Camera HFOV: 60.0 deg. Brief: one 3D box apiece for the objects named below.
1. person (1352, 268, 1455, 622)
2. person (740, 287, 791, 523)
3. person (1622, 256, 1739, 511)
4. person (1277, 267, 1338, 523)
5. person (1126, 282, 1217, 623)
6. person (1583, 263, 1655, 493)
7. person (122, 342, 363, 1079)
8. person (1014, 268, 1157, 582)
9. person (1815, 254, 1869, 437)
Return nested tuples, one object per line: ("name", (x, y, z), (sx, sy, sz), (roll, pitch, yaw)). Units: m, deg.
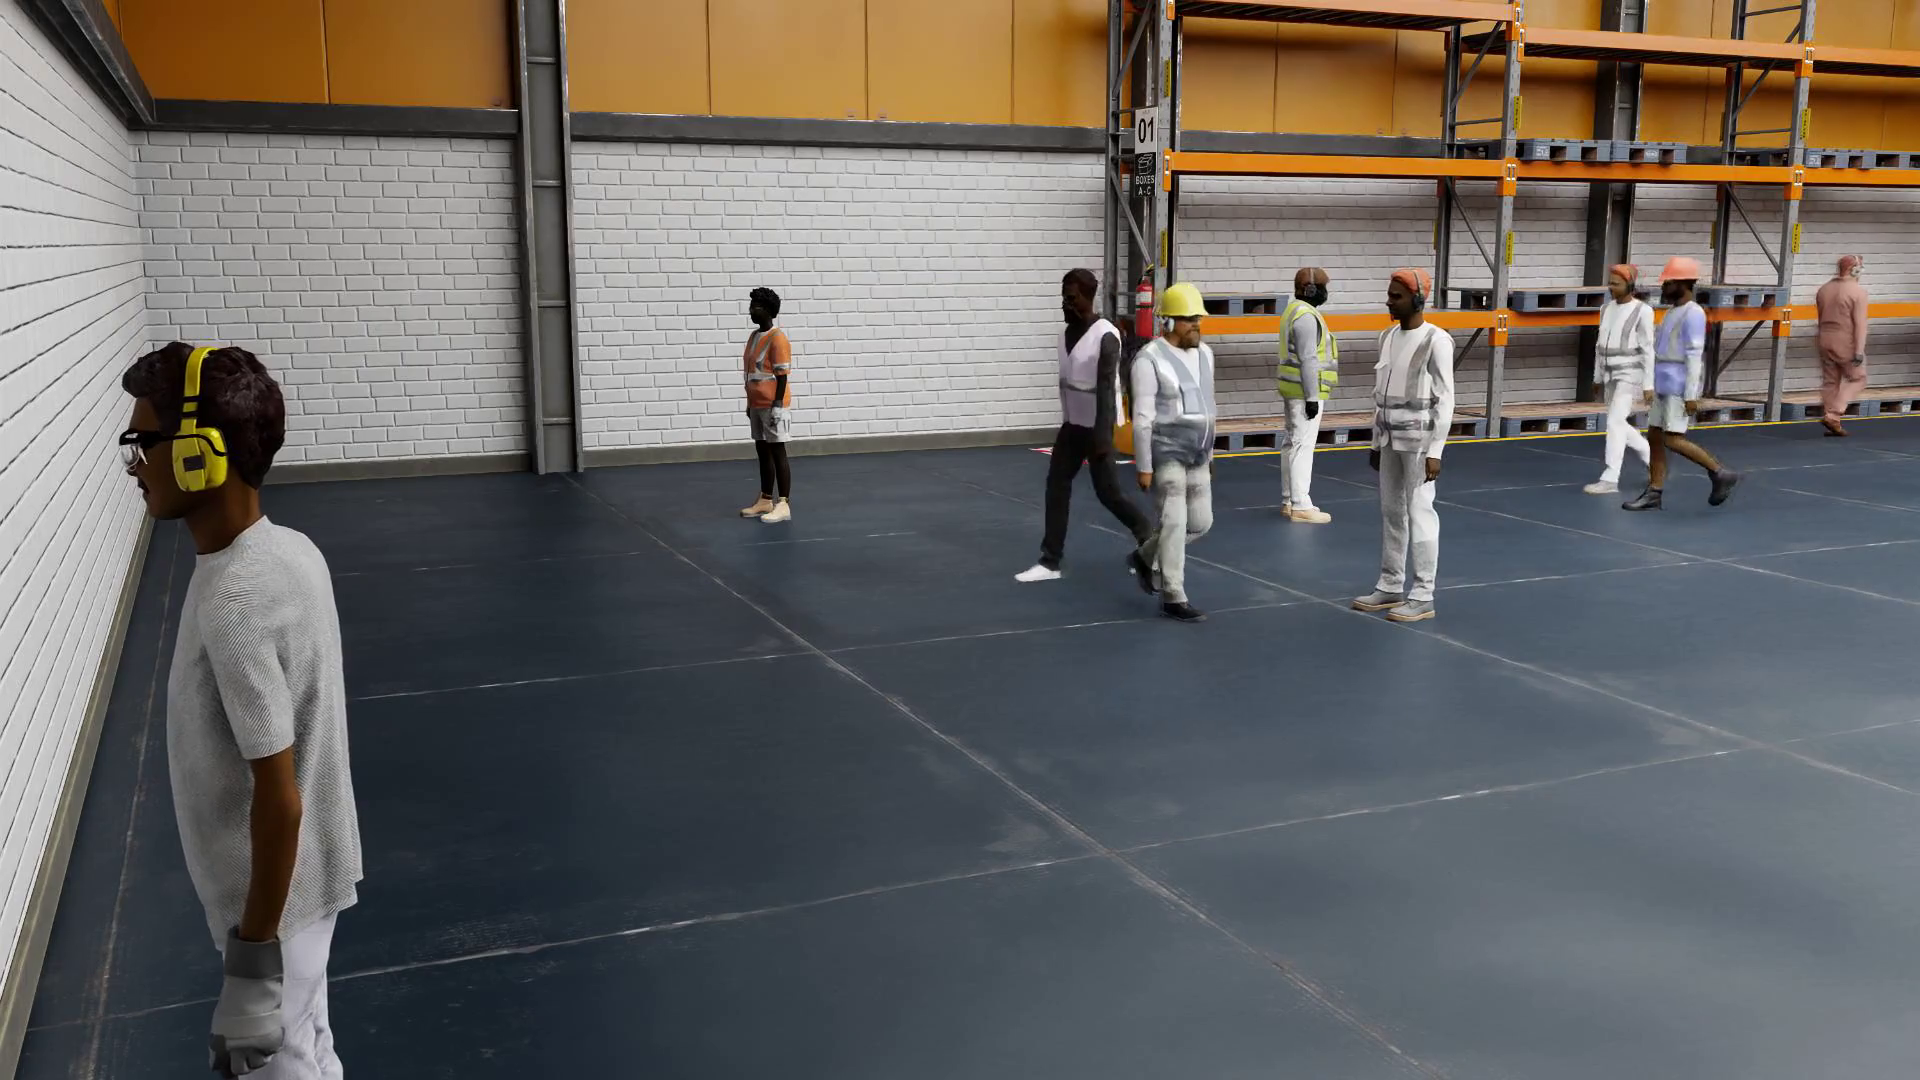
("person", (2.396, -0.506, 8.921), (0.352, 1.880, 0.576), (-4, 11, -21))
("person", (-1.404, -0.980, 12.077), (0.318, 1.697, 0.535), (-7, 12, -32))
("person", (5.406, -1.145, 12.391), (0.717, 1.919, 0.549), (1, 10, 5))
("person", (2.521, -1.054, 12.091), (0.429, 1.844, 0.623), (0, 10, 1))
("person", (1.126, -0.480, 8.967), (0.605, 1.812, 0.571), (-9, 14, -42))
("person", (5.459, -1.312, 13.487), (0.783, 1.865, 0.599), (-3, 11, -15))
("person", (-1.139, 0.614, 2.720), (0.309, 1.868, 0.535), (-3, 11, -15))
("person", (0.815, -0.688, 9.971), (0.945, 1.879, 0.595), (-5, 12, -28))
("person", (9.114, -1.992, 17.163), (0.460, 1.895, 0.672), (-3, 11, -17))
